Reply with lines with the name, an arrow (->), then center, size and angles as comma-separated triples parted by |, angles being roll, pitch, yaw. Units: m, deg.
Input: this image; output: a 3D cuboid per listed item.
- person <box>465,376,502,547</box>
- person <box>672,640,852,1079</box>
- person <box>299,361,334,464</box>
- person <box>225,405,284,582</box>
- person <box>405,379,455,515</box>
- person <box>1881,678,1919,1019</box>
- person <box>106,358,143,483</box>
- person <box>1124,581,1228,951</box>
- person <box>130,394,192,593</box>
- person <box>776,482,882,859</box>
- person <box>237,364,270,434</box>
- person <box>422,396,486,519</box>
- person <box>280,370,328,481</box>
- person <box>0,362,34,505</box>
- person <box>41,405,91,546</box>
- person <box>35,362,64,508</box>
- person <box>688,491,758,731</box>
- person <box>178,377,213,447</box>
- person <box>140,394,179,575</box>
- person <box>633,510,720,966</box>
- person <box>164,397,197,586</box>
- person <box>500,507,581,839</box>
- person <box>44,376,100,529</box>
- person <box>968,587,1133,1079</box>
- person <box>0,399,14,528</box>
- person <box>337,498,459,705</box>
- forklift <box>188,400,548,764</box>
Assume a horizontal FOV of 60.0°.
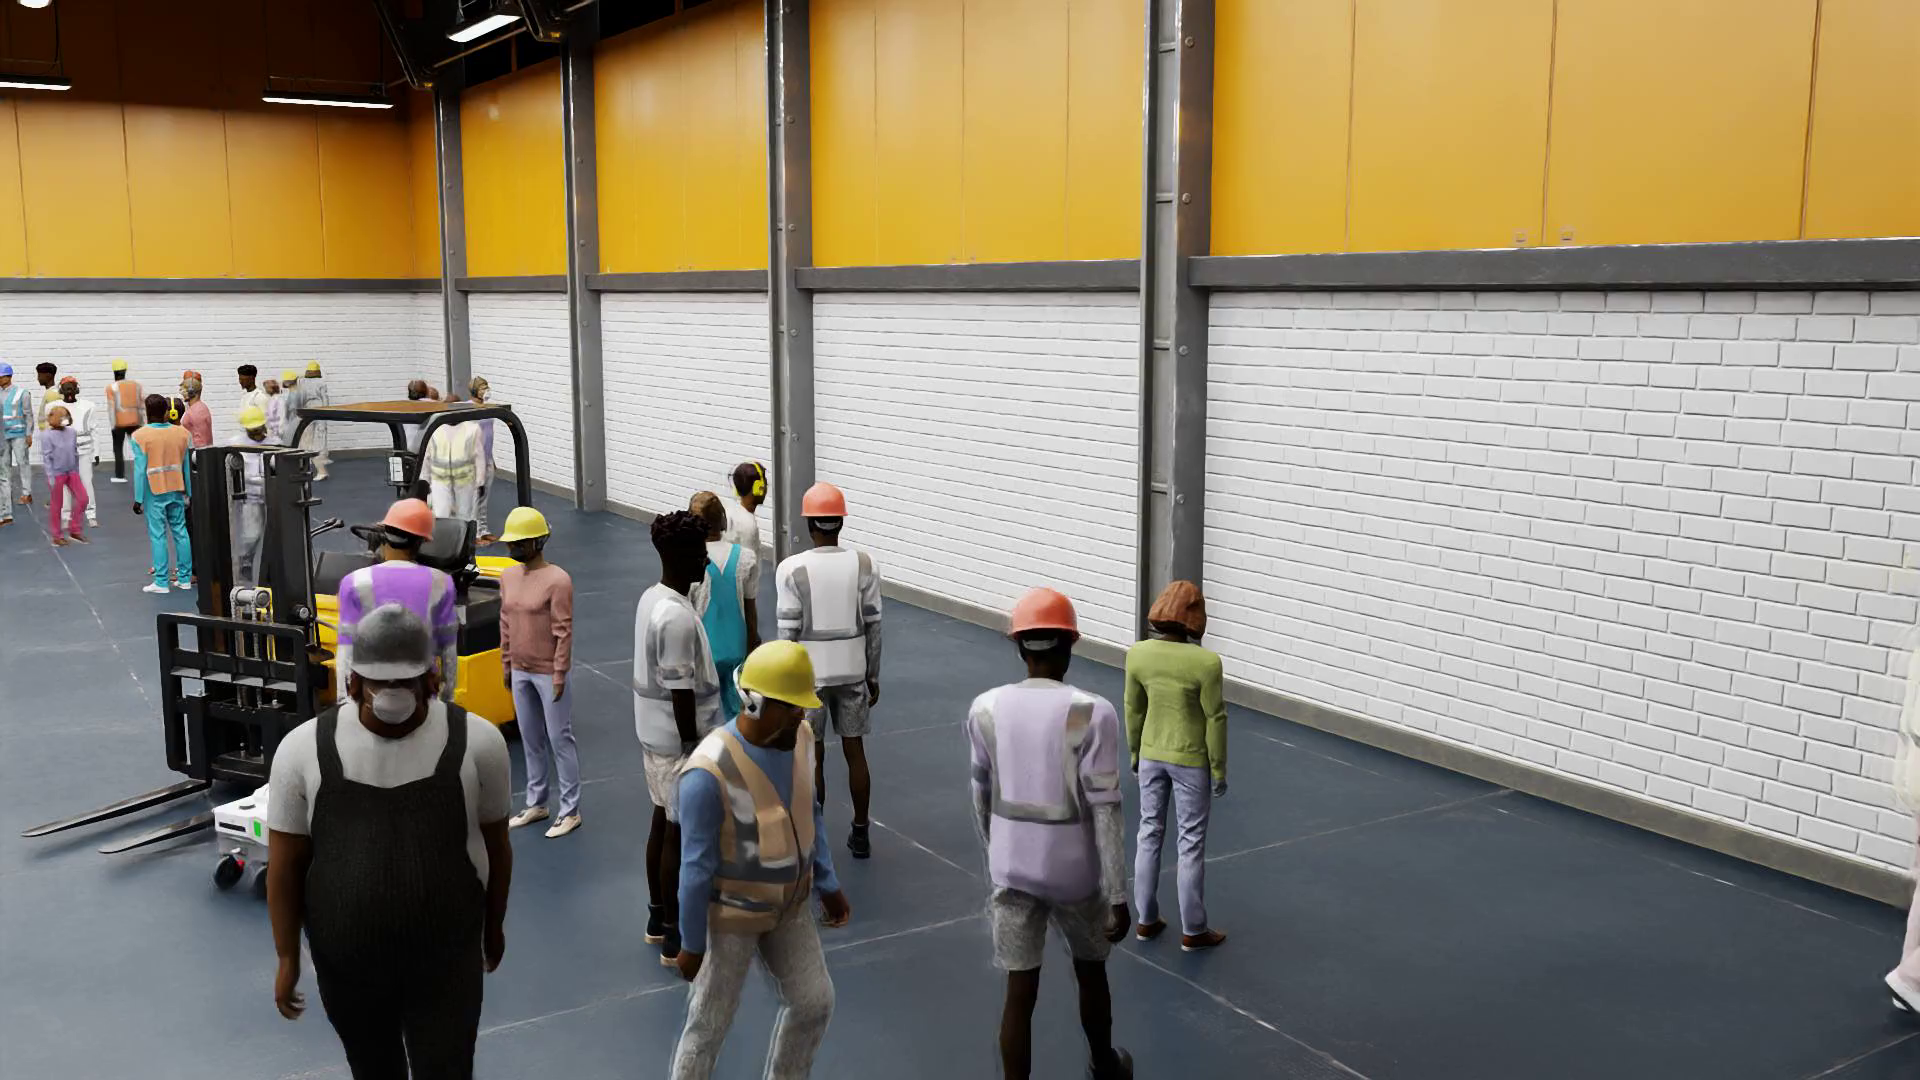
person -> -5.478, -0.895, 18.980 | 0.371, 1.941, 0.627 | 1, 9, 8
person -> -0.682, 1.193, 5.458 | 0.655, 1.779, 0.610 | 6, 10, 35
person -> -10.861, -2.142, 28.038 | 0.484, 1.744, 0.294 | 0, 8, 3
person -> -6.827, -0.419, 16.206 | 0.504, 1.807, 0.656 | 8, 12, 44
person -> -6.594, -1.062, 20.461 | 0.438, 1.830, 0.633 | 1, 9, 10
person -> 3.896, 0.981, 6.447 | 0.428, 1.911, 0.596 | 4, 9, 23
person -> -12.579, -1.792, 25.137 | 0.798, 1.905, 0.601 | 5, 10, 31
person -> 0.955, 0.985, 7.329 | 0.498, 1.633, 0.279 | 7, 11, 38
person -> -7.677, -0.449, 16.038 | 0.382, 1.918, 0.596 | 5, 10, 31
person -> -0.673, 0.671, 8.437 | 0.551, 1.932, 0.378 | -3, 9, -21
person -> -9.328, -1.350, 21.997 | 0.373, 1.958, 0.605 | -8, 11, -42
person -> -5.326, -0.602, 17.486 | 0.651, 1.803, 0.884 | -2, 9, -12
person -> -10.138, -1.735, 25.382 | 0.910, 1.718, 0.531 | -4, 9, -26
person -> -12.921, -1.440, 22.621 | 0.614, 1.945, 0.406 | 0, 8, 2
person -> -10.147, -0.723, 18.875 | 0.501, 1.613, 0.539 | 3, 9, 17
person -> -12.213, -1.418, 22.413 | 0.361, 1.963, 0.614 | -4, 9, -24
person -> -1.317, 0.655, 8.869 | 0.504, 1.840, 0.345 | -6, 10, -34
person -> -8.587, -0.858, 18.732 | 0.367, 1.939, 0.634 | -4, 9, -25
person -> -8.147, -0.565, 17.028 | 0.511, 1.862, 0.325 | 1, 9, 8
person -> -1.215, 0.840, 7.189 | 0.361, 1.964, 0.614 | -3, 9, -21
person -> -7.688, -0.480, 16.415 | 0.313, 1.869, 0.528 | -5, 10, -30
person -> -2.260, 0.697, 8.852 | 0.527, 1.764, 0.334 | 5, 10, 33
person -> -10.857, -1.068, 20.369 | 0.579, 1.878, 0.352 | -5, 10, -29
person -> 0.350, 1.107, 5.684 | 0.624, 1.875, 0.892 | 4, 9, 25
person -> -11.898, -1.100, 20.391 | 0.357, 1.932, 0.630 | -2, 9, -10
person -> -2.722, 0.748, 8.065 | 0.598, 1.889, 0.488 | -4, 10, -27
forklift -> -3.529, 0.258, 10.348 | 1.214, 2.155, 2.313 | 4, 9, 25
